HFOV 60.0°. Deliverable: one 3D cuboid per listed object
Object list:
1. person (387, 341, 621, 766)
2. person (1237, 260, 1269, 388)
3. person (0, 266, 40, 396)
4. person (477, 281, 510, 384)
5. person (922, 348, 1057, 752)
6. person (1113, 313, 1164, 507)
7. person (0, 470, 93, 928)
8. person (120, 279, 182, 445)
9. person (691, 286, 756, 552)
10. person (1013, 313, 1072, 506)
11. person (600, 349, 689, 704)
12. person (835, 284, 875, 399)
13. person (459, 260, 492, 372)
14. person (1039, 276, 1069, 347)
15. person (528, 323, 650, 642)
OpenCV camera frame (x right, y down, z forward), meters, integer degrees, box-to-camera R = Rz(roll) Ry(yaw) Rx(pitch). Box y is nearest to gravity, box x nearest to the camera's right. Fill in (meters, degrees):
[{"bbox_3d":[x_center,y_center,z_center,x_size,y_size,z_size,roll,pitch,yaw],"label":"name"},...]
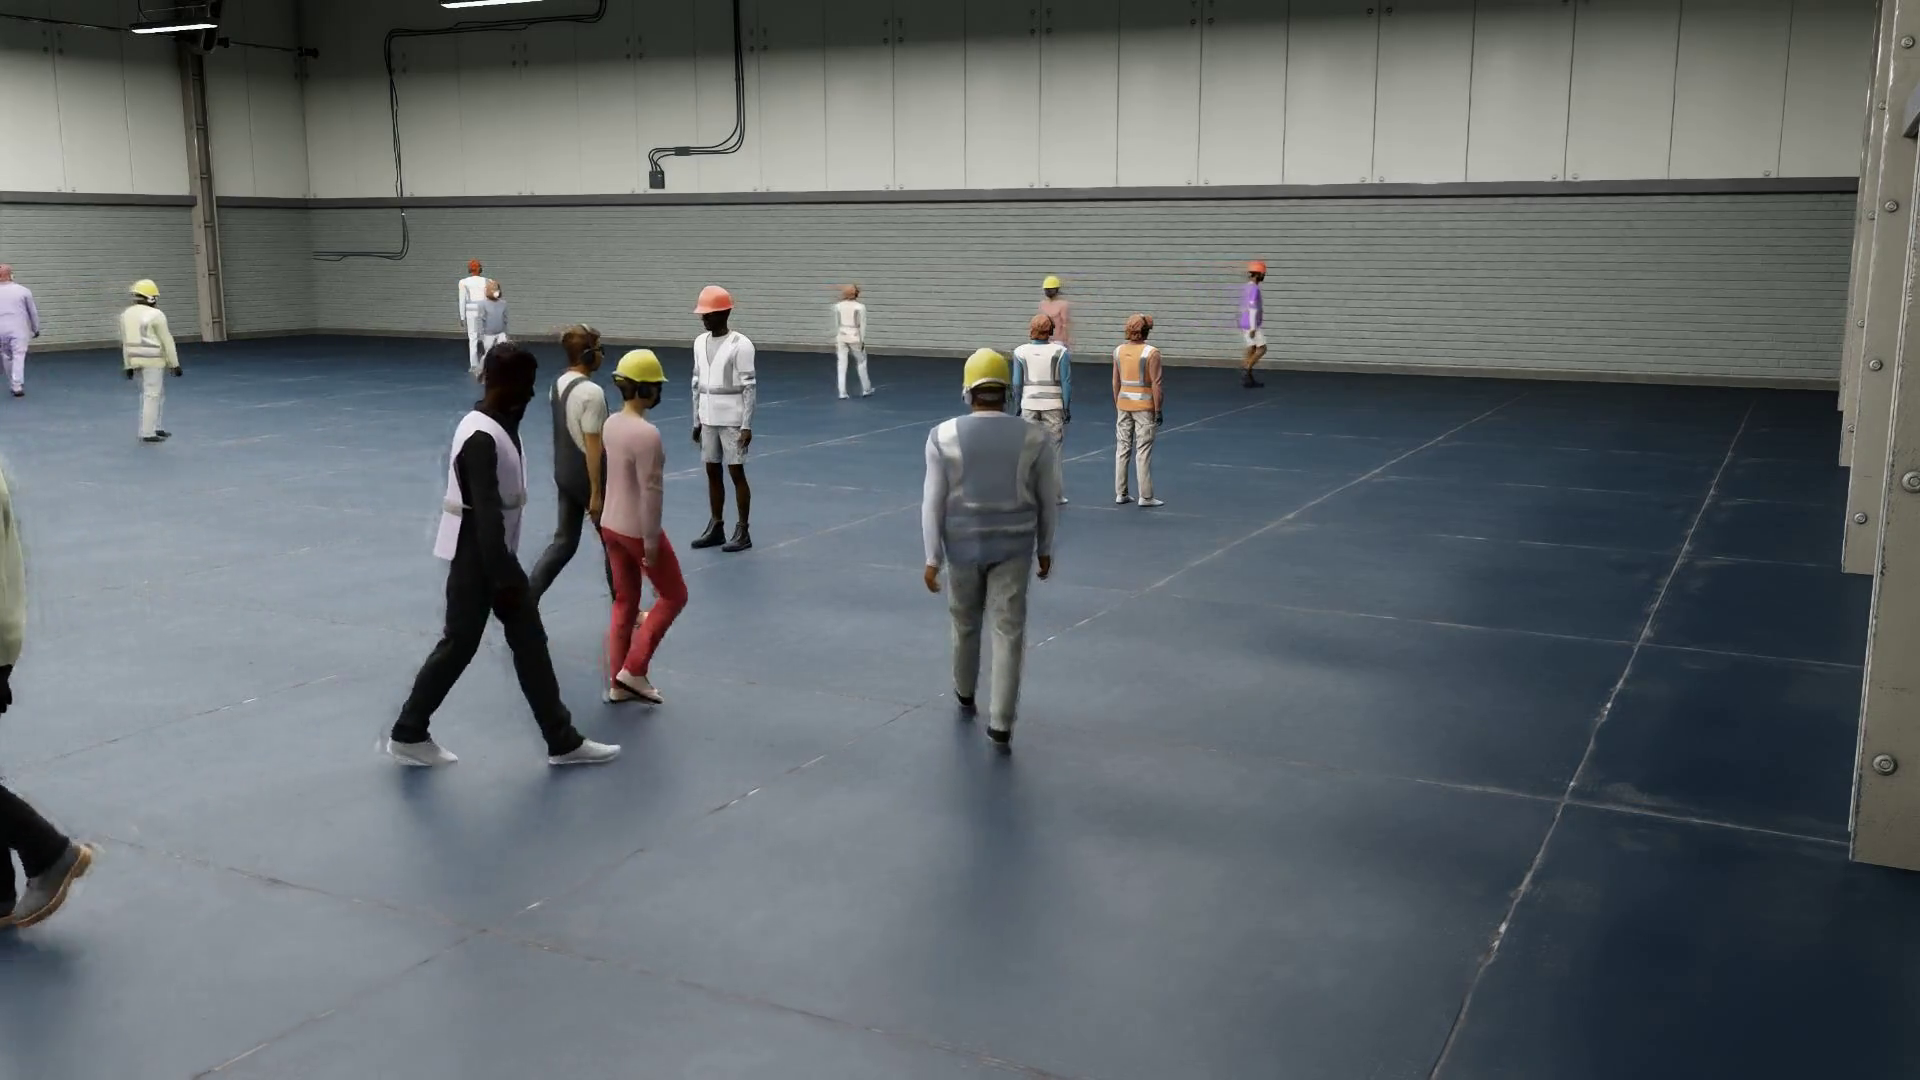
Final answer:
[{"bbox_3d":[-2.031,0.081,7.141,0.994,1.855,0.611,0,10,-1],"label":"person"},{"bbox_3d":[4.442,-3.243,25.041,0.393,1.921,0.552,0,10,-2],"label":"person"},{"bbox_3d":[-13.676,-3.014,24.012,0.631,1.845,1.042,-3,11,-15],"label":"person"},{"bbox_3d":[-7.125,-3.135,25.324,0.506,1.609,0.715,-9,14,-41],"label":"person"},{"bbox_3d":[0.135,0.014,7.660,0.621,1.780,0.915,-1,10,-3],"label":"person"},{"bbox_3d":[1.506,-1.097,14.121,0.514,1.641,0.308,10,14,43],"label":"person"},{"bbox_3d":[-3.223,0.344,5.341,0.446,1.974,0.641,-10,15,-44],"label":"person"},{"bbox_3d":[-8.885,-1.959,18.372,0.594,1.809,0.655,6,12,28],"label":"person"},{"bbox_3d":[-1.748,-0.875,12.105,0.552,1.932,0.377,7,12,33],"label":"person"},{"bbox_3d":[0.698,-1.105,14.163,0.514,1.642,0.310,3,11,16],"label":"person"},{"bbox_3d":[-1.561,-0.048,8.107,0.388,1.754,0.530,-9,14,-40],"label":"person"},{"bbox_3d":[-1.501,-2.805,23.539,0.518,1.606,0.801,4,11,22],"label":"person"},{"bbox_3d":[-8.118,-3.764,27.996,0.579,1.882,0.342,-4,11,-22],"label":"person"},{"bbox_3d":[1.244,-2.704,22.588,0.525,1.755,0.358,9,13,39],"label":"person"},{"bbox_3d":[-2.189,-0.322,9.443,0.923,1.811,0.528,-10,14,-43],"label":"person"}]
